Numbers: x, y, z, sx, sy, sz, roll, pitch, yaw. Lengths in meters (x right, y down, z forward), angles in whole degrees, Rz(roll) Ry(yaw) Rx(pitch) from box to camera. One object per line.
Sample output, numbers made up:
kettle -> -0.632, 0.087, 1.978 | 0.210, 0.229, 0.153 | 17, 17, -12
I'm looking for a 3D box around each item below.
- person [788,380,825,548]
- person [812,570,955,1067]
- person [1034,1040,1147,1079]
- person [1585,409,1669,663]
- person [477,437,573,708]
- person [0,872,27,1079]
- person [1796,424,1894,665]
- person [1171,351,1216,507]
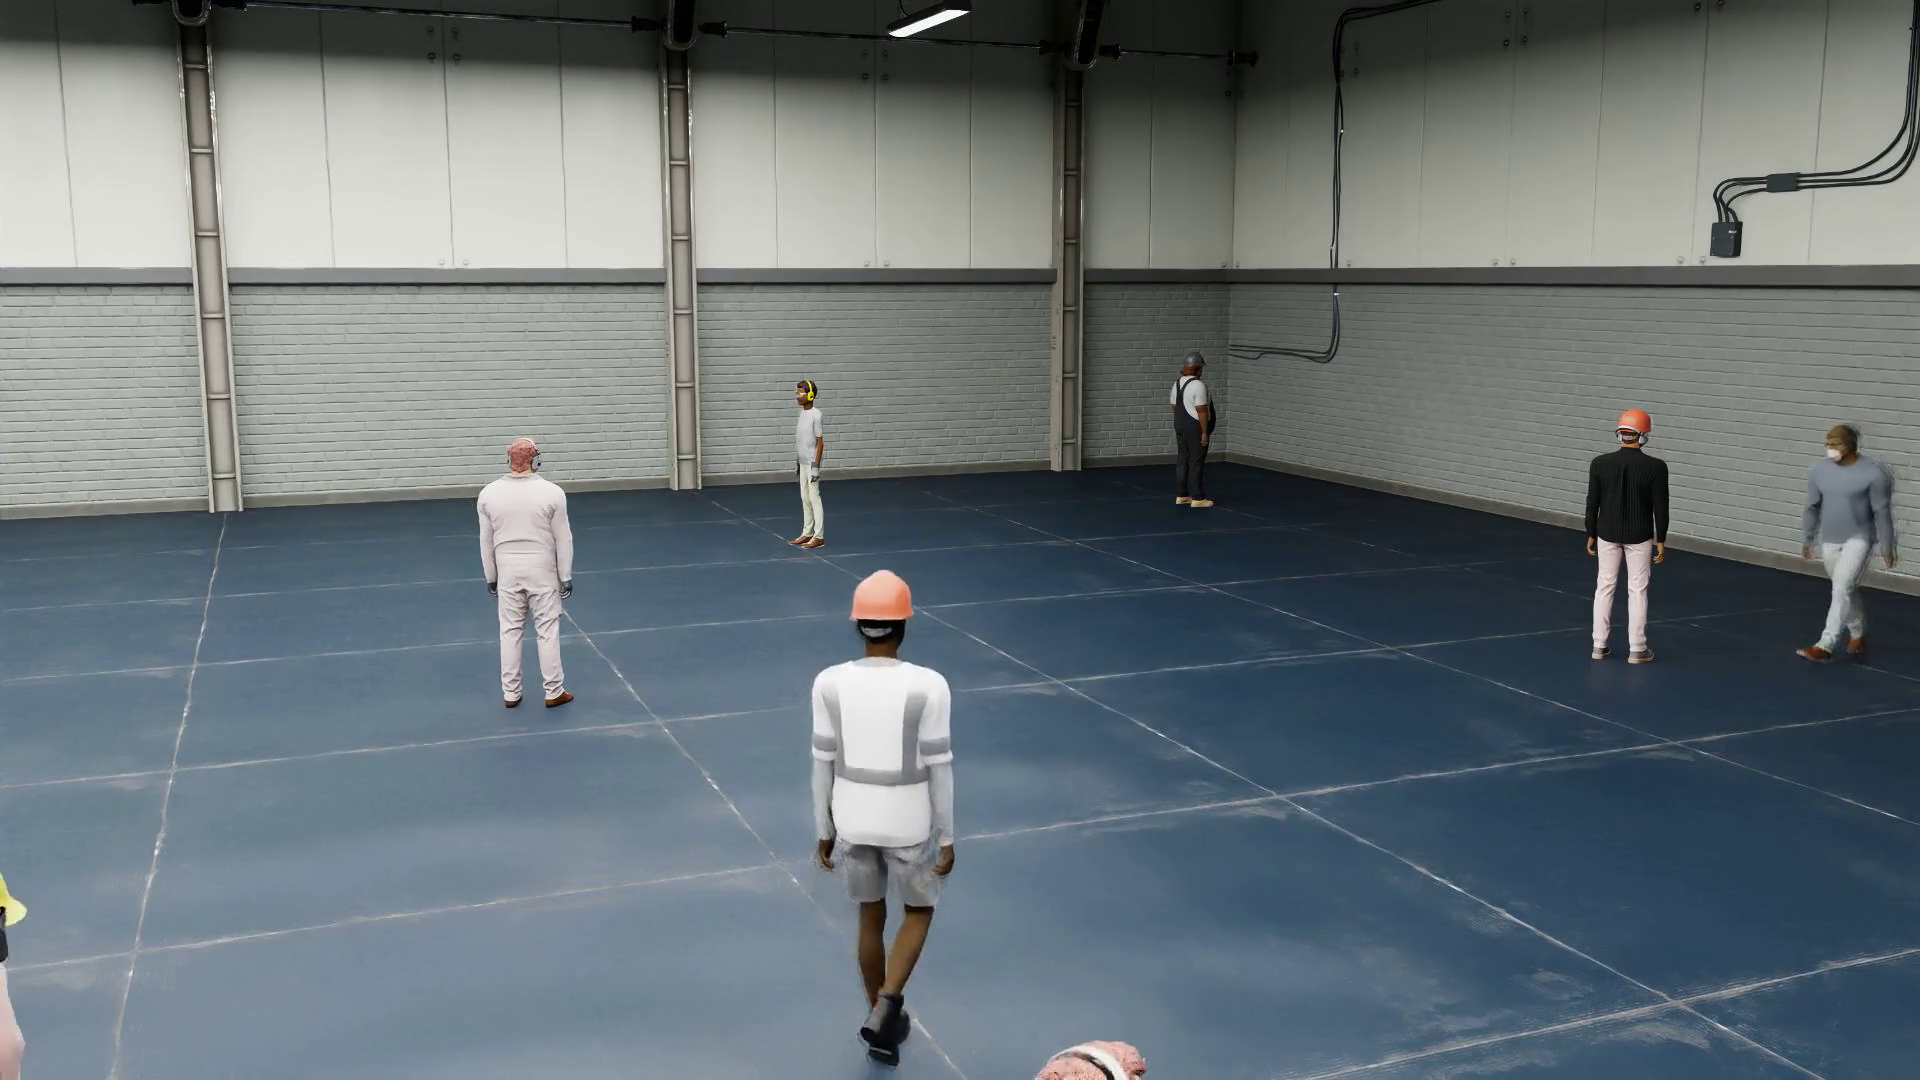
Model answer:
person -> -1.701, -0.843, 18.547 | 0.328, 1.872, 0.513 | -6, 11, -31
person -> -0.305, 1.079, 6.308 | 0.564, 1.920, 0.564 | 2, 9, 14
person -> 0.199, 1.706, 2.566 | 0.803, 1.863, 0.677 | -5, 10, -26
person -> 5.235, -0.032, 13.058 | 0.623, 1.993, 0.385 | 7, 11, 36
person -> -3.019, 0.234, 11.666 | 0.646, 1.908, 0.408 | 0, 9, 2
person -> -2.268, 1.556, 3.843 | 0.376, 1.755, 0.542 | -1, 9, -4
person -> 7.006, 0.024, 13.100 | 1.042, 1.883, 0.671 | -5, 10, -29
person -> 3.102, -1.461, 21.890 | 0.537, 2.000, 0.682 | -5, 10, -27
